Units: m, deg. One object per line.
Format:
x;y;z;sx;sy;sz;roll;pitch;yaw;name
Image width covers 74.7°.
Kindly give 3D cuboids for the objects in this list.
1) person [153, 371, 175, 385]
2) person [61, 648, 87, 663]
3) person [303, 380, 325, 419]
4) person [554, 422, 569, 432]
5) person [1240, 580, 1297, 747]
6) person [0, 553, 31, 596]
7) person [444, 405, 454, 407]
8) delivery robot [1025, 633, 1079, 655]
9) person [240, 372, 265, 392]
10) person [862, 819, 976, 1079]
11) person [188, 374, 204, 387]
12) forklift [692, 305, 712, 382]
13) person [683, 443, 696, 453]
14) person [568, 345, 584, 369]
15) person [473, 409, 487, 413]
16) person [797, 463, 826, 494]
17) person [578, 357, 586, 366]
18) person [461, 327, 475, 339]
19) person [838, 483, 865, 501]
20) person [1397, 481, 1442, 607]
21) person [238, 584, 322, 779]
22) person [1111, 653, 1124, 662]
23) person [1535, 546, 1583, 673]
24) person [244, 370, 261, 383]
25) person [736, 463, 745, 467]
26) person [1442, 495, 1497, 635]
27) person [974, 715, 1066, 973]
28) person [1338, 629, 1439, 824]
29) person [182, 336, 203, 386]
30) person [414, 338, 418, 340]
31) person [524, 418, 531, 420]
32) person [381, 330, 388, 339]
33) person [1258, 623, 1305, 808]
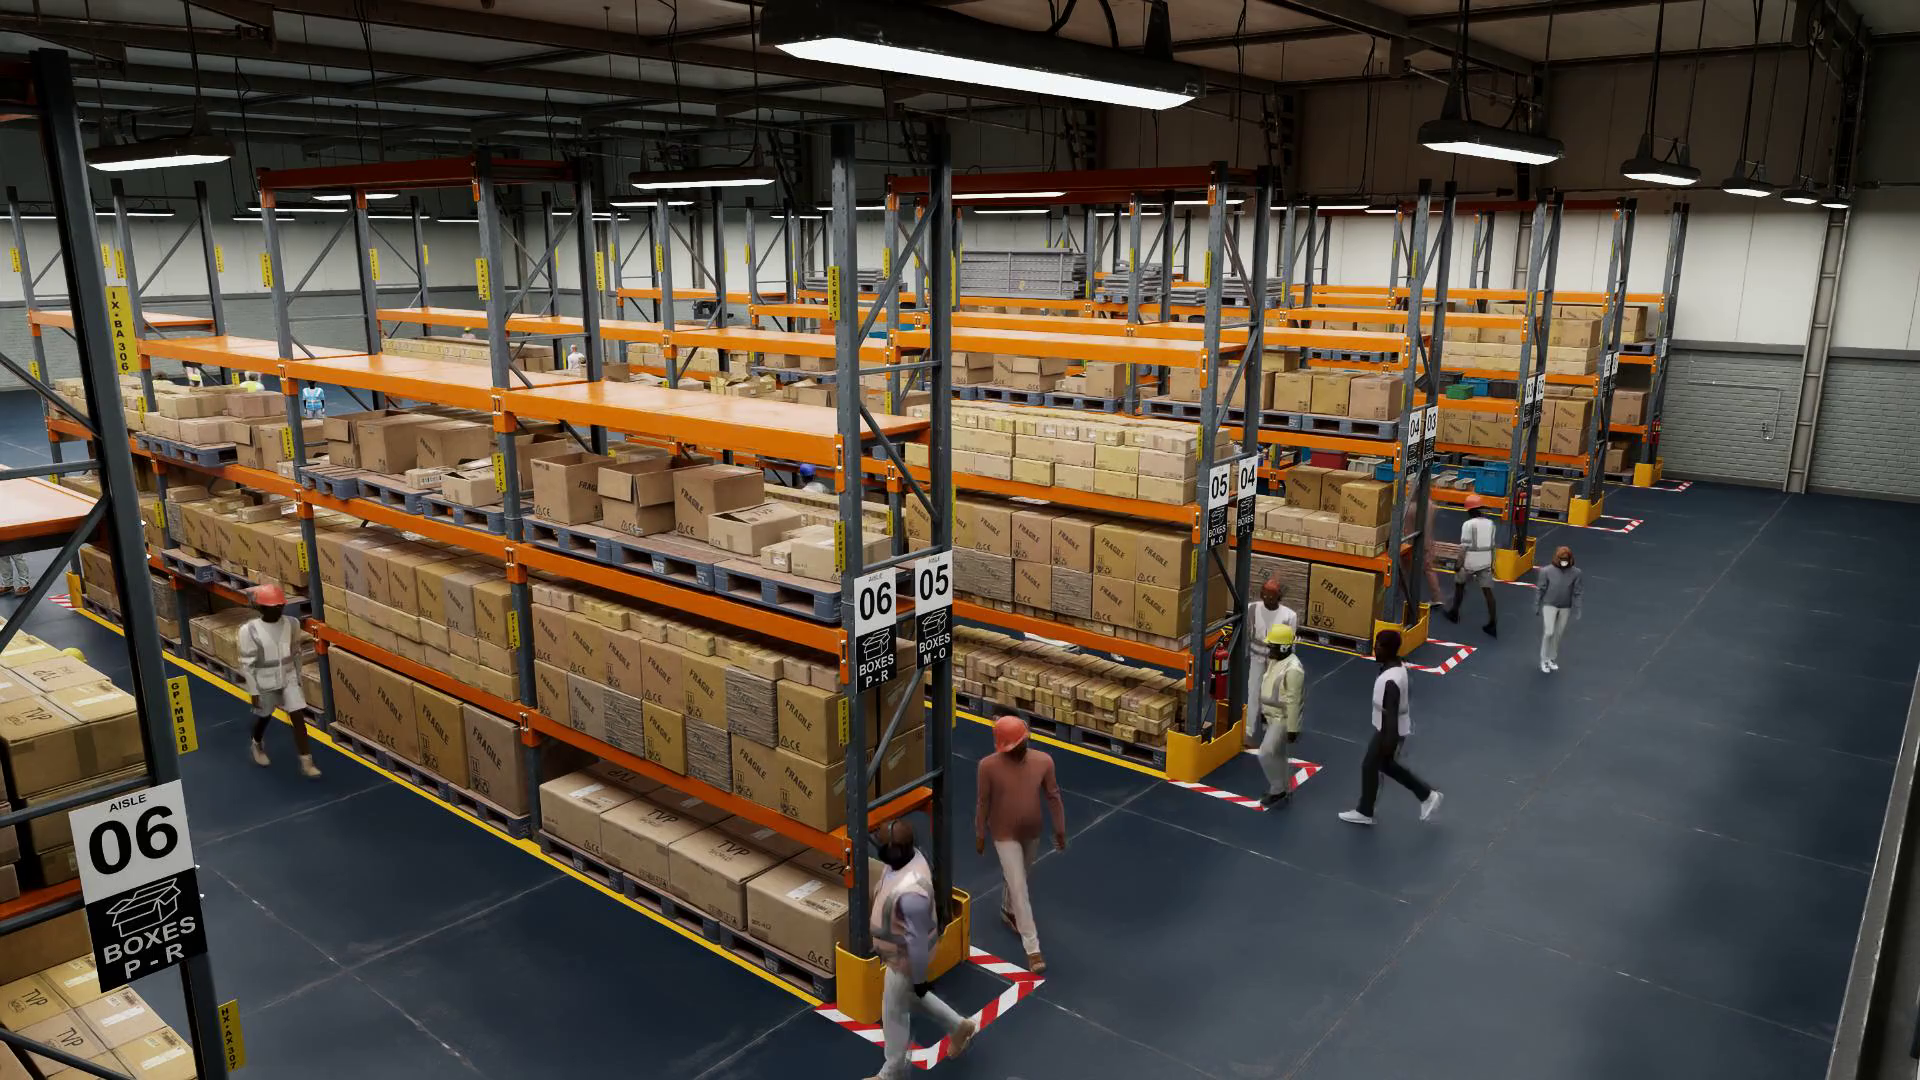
-21.374;-3.637;33.832;0.649;1.810;0.478;-4;14;-16;person
-8.017;1.826;11.510;0.483;1.737;0.320;3;14;13;person
-17.124;-3.476;33.401;0.532;1.693;0.319;-4;14;-16;person
-10.561;-3.513;33.115;0.410;1.905;0.641;13;19;43;person
3.286;1.295;13.522;0.605;1.815;1.030;7;15;26;person
-14.467;-0.114;19.058;0.637;1.937;0.357;1;14;5;person
-12.809;-3.153;31.647;0.612;1.910;0.976;12;18;40;person
1.159;1.316;15.952;0.707;0.478;0.477;13;19;43;delivery robot
-18.750;-3.516;33.361;0.686;1.806;0.643;-4;14;-15;person
-0.269;2.627;8.047;0.703;1.814;0.647;-1;14;-5;person
-20.473;-3.583;33.787;0.542;1.731;0.624;-12;18;-40;person
-9.511;-7.392;47.124;1.873;2.768;1.129;11;17;38;forklift
-4.742;-0.921;22.507;0.364;1.892;0.715;-11;18;-39;person
-12.388;-5.339;40.616;0.409;1.910;0.640;9;16;31;person
-11.584;-2.931;30.697;0.561;1.911;0.754;-8;16;-30;person
-2.310;-0.248;19.614;0.447;1.930;0.631;8;16;30;person
-11.131;-4.508;37.327;0.346;1.846;0.506;-2;14;-10;person
-20.026;-7.869;51.394;0.533;1.742;0.790;-3;14;-12;person
-1.838;-0.436;20.989;0.877;1.656;0.534;11;17;38;person
6.727;0.052;18.580;0.647;1.852;1.036;-9;16;-32;person
-6.950;1.398;12.730;1.029;2.004;0.621;10;17;37;person
2.137;0.737;16.190;0.498;1.634;0.278;-13;18;-42;person
7.470;0.870;15.695;0.509;1.611;0.574;1;14;5;person
-22.097;-4.972;39.298;0.545;1.811;0.609;6;15;23;person
-5.456;-2.491;28.971;0.554;1.880;0.975;13;18;42;person
7.115;0.321;17.457;0.557;1.848;1.017;-4;14;-17;person
0.491;2.230;9.467;0.679;1.902;1.040;-4;14;-17;person
3.994;1.733;11.577;0.787;1.892;0.595;5;14;19;person
-26.168;-5.937;42.896;0.396;1.992;0.622;9;16;33;person
-19.987;-6.655;46.553;0.357;1.672;0.600;-6;15;-22;person
-10.675;-2.997;30.917;0.401;1.939;0.602;-6;15;-23;person
-22.980;-7.577;50.381;0.519;1.640;0.307;8;16;30;person
3.002;1.670;11.981;0.494;1.811;0.606;0;14;-1;person
